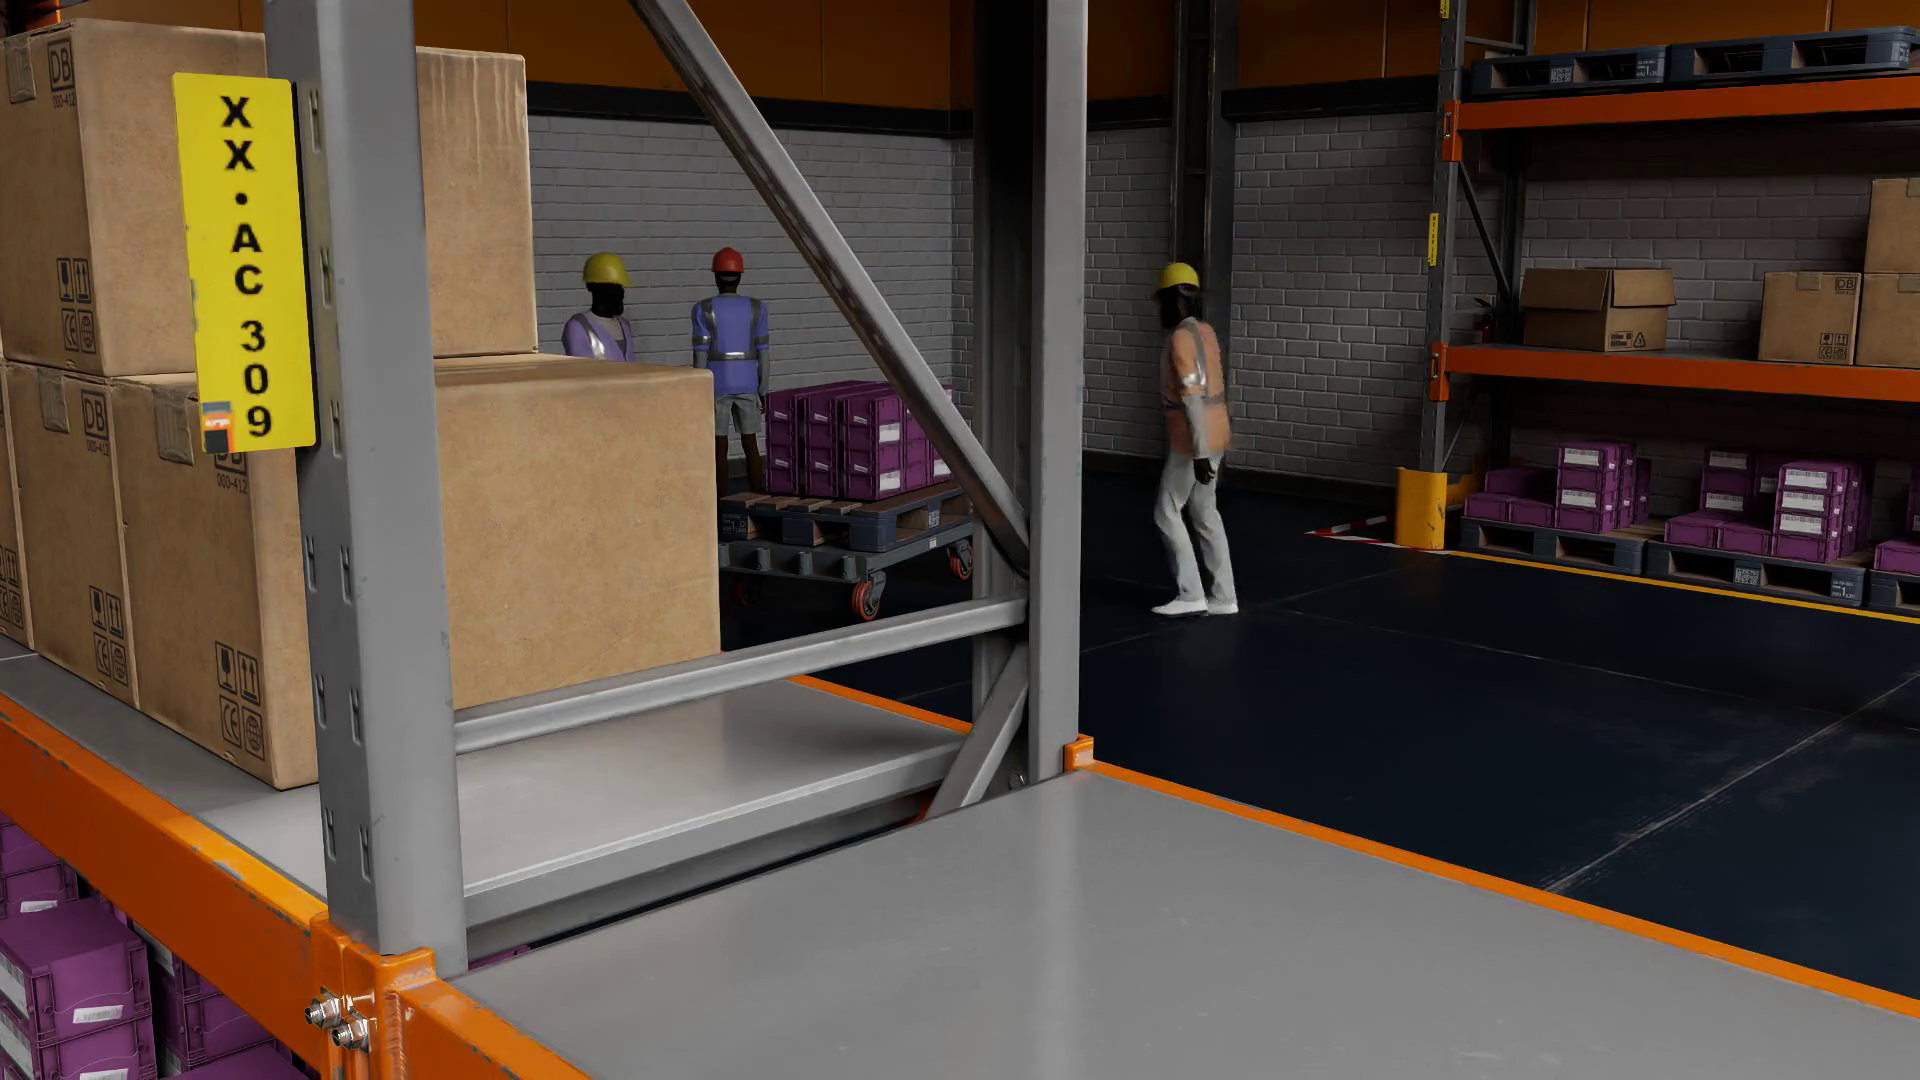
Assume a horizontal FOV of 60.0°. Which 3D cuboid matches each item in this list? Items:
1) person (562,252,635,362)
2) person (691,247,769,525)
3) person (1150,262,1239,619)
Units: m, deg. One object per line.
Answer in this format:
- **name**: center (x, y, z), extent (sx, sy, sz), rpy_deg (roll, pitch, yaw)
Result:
- **person**: center (-1.976, -0.648, 9.401), extent (0.387, 1.925, 0.614), rpy_deg (4, 11, 19)
- **person**: center (-1.613, -1.072, 11.671), extent (0.551, 1.935, 0.371), rpy_deg (-4, 11, -21)
- **person**: center (1.237, -0.513, 8.768), extent (0.600, 1.879, 0.601), rpy_deg (5, 12, 25)
